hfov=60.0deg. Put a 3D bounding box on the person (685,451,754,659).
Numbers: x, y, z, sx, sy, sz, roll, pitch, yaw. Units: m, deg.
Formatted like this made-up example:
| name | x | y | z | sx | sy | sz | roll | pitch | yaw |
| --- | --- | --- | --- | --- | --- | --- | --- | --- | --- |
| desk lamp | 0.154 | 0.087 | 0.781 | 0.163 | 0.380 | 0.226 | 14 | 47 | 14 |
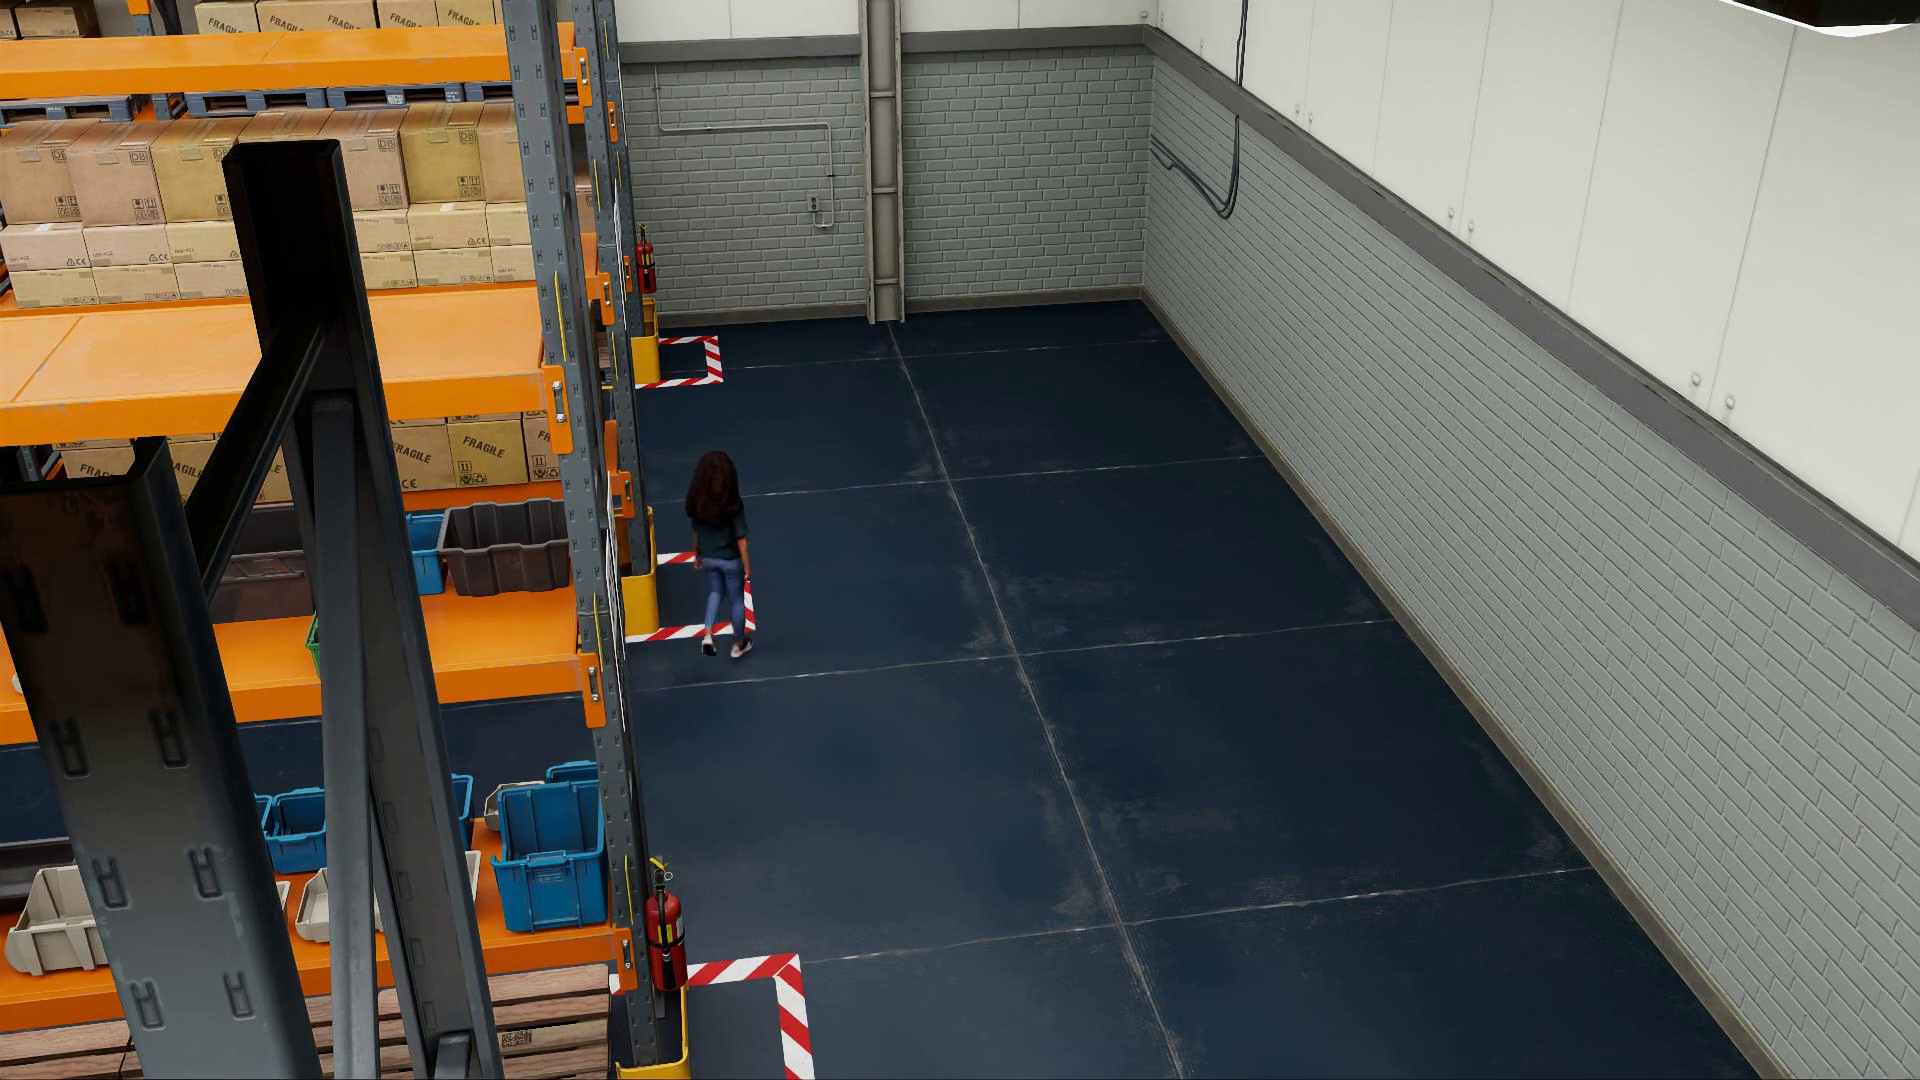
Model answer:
| name | x | y | z | sx | sy | sz | roll | pitch | yaw |
| --- | --- | --- | --- | --- | --- | --- | --- | --- | --- |
| person | -1.753 | 0.152 | 11.904 | 0.829 | 1.603 | 0.864 | 12 | 30 | 22 |
